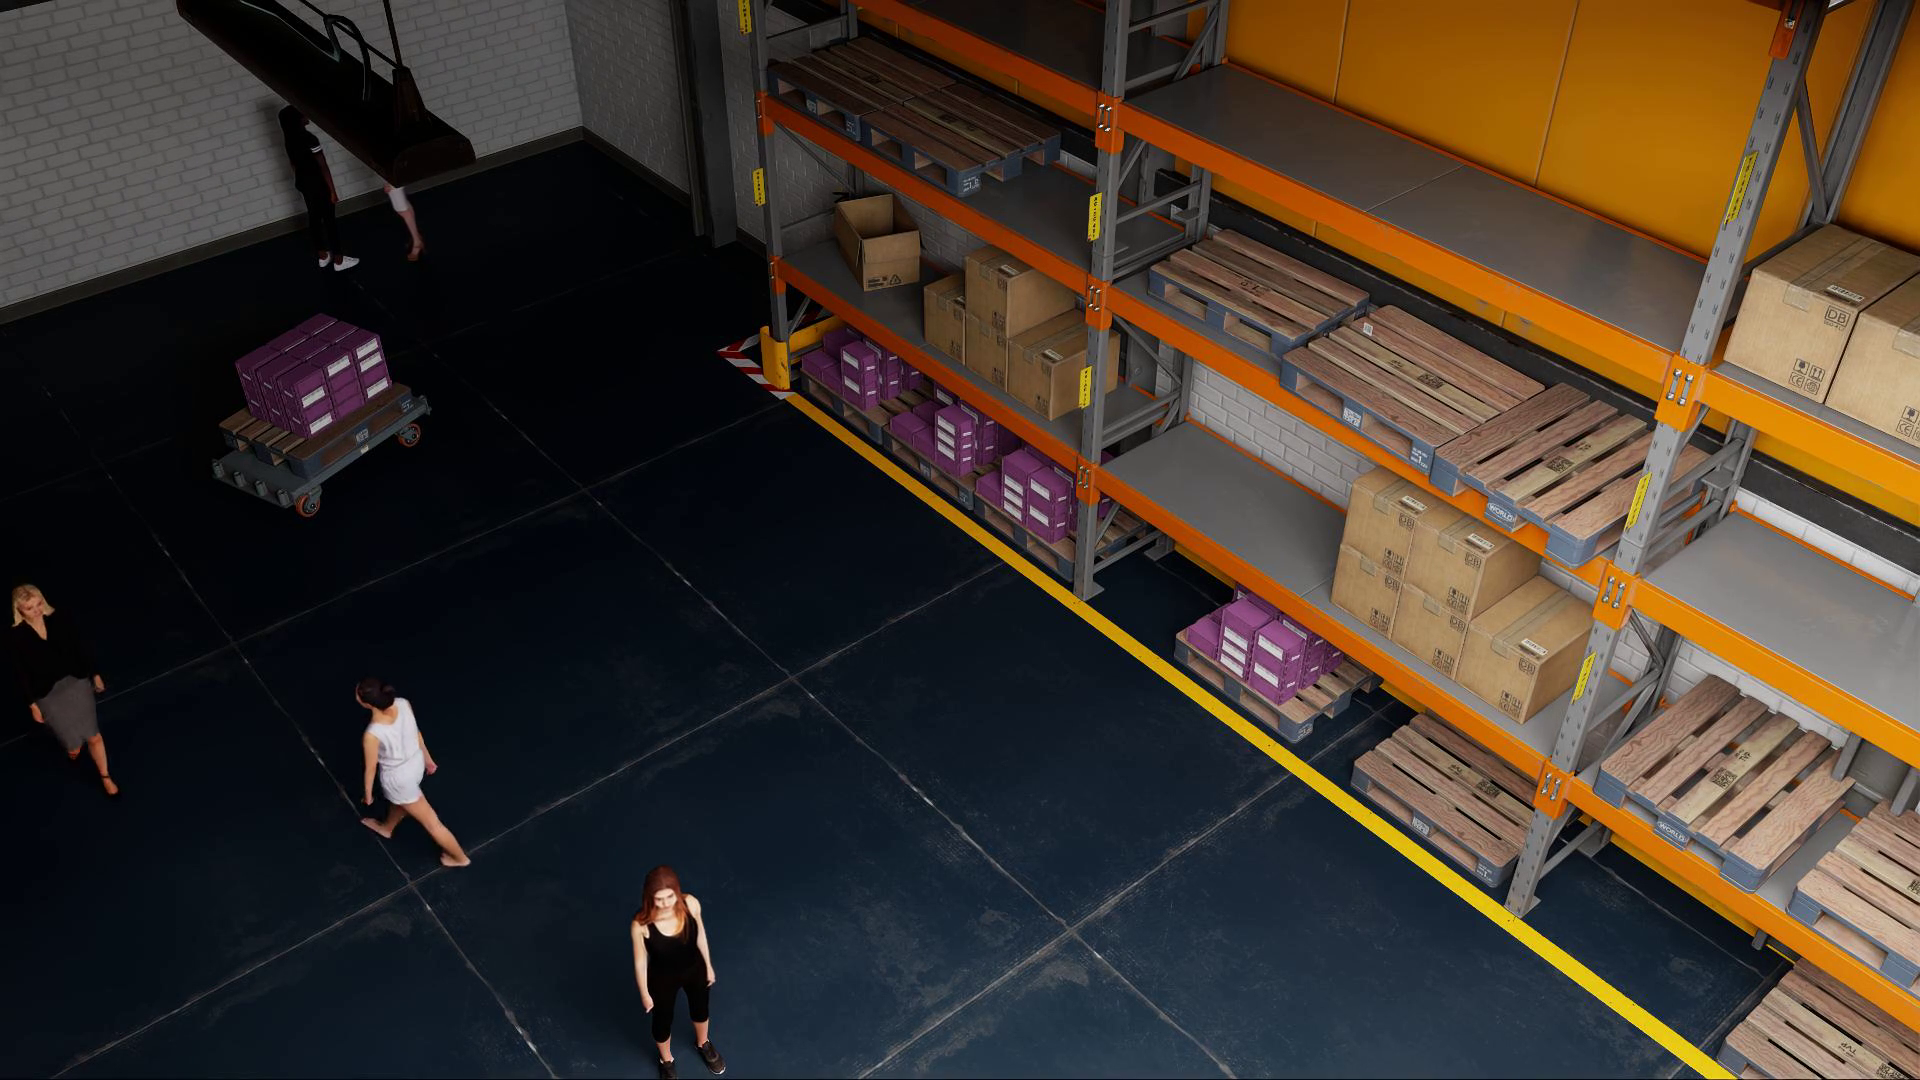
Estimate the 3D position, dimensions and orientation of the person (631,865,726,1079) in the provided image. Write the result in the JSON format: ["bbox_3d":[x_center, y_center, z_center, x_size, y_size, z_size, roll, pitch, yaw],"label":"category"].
[{"bbox_3d":[-1.553,2.373,9.120,0.615,1.725,0.570,-19,42,-22],"label":"person"}]

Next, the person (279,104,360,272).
[{"bbox_3d":[-6.388,-3.506,16.478,0.610,1.729,0.745,19,42,23],"label":"person"}]

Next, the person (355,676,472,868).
[{"bbox_3d":[-3.394,1.487,10.358,1.129,1.564,0.936,12,40,14],"label":"person"}]

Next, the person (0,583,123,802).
[{"bbox_3d":[-5.851,0.979,10.781,0.800,1.830,0.676,29,47,32],"label":"person"}]
